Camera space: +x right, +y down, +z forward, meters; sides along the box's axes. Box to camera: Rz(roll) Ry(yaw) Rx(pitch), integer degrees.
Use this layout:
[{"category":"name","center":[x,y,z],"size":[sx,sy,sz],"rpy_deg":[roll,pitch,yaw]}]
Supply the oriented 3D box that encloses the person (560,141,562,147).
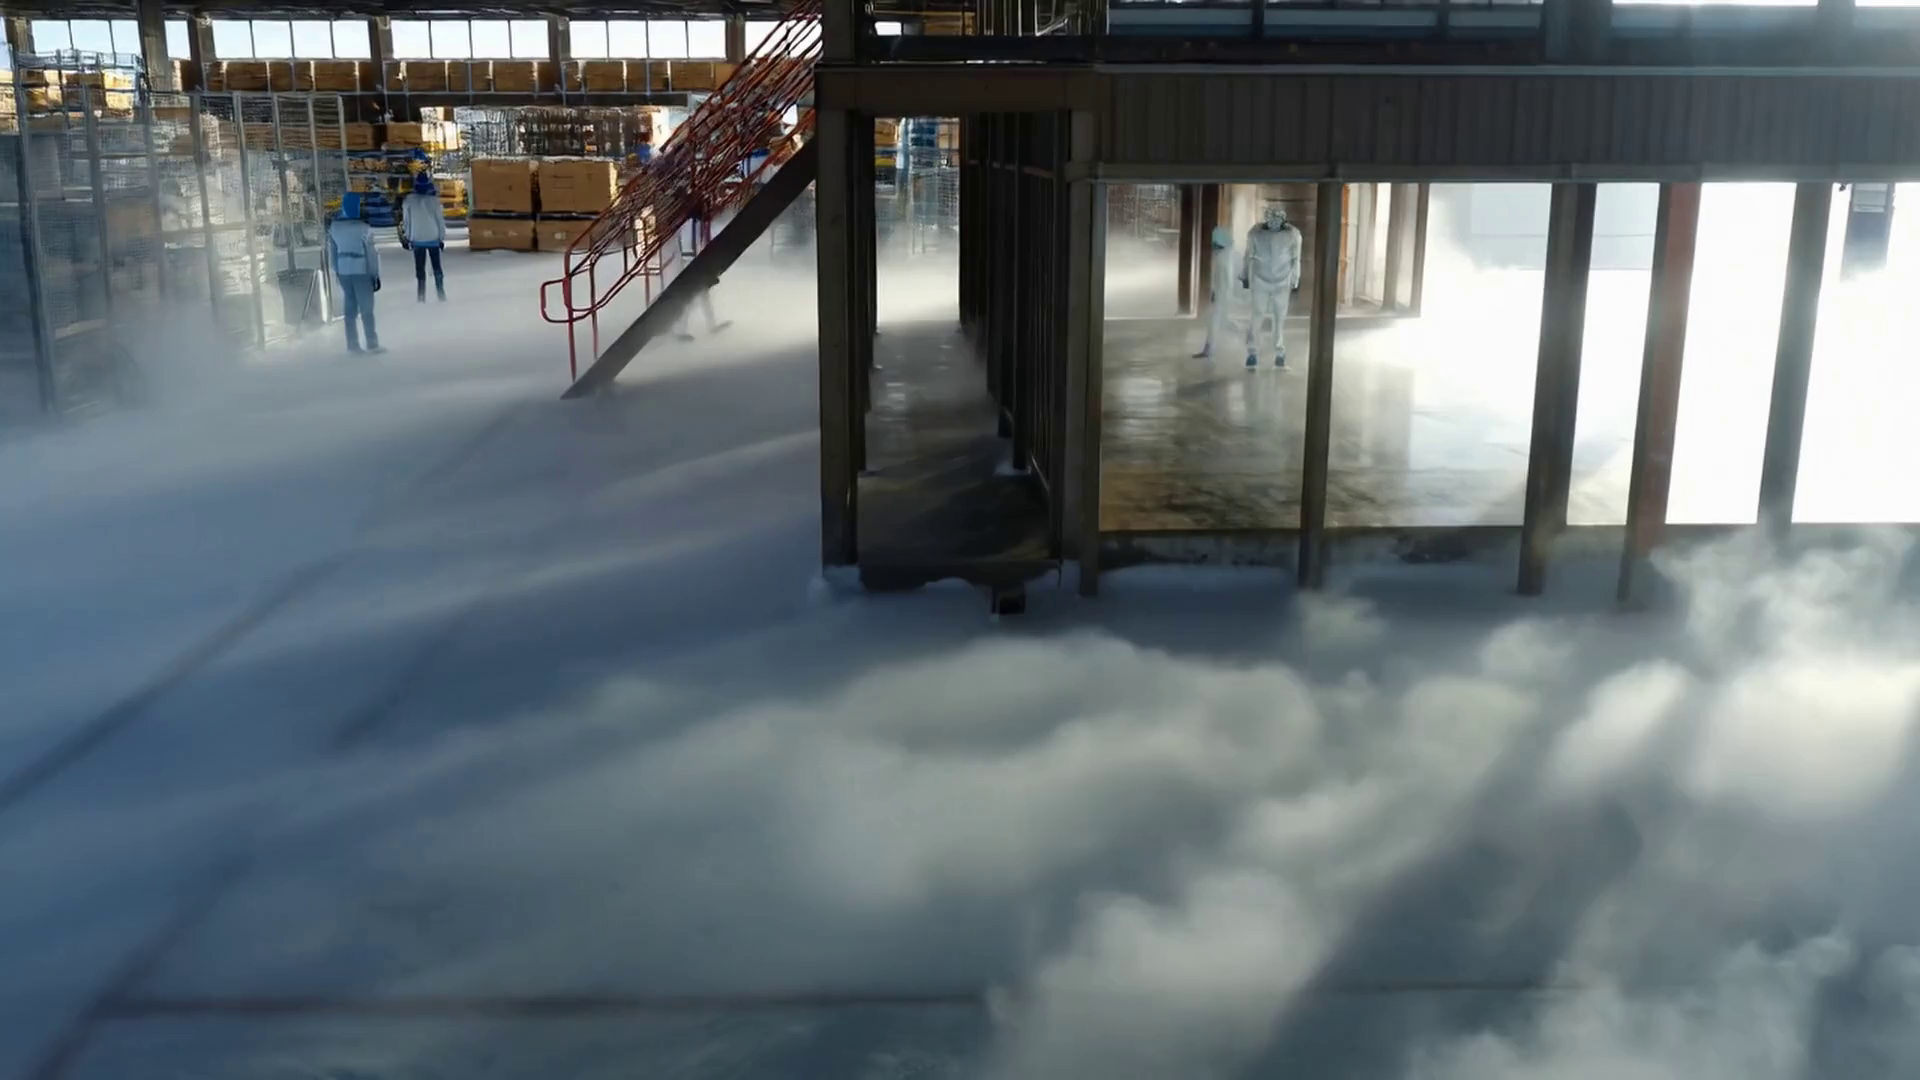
[{"category":"person","center":[-21.769,-20.916,91.037],"size":[0.374,1.840,0.570],"rpy_deg":[-3,14,-13]}]

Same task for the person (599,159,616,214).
[{"category":"person","center":[-9.633,-9.487,45.384],"size":[0.599,1.827,0.404],"rpy_deg":[13,19,41]}]

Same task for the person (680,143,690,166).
[{"category":"person","center":[-13.858,-19.217,84.288],"size":[0.592,1.822,0.404],"rpy_deg":[-5,15,-18]}]

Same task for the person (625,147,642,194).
[{"category":"person","center":[-12.236,-13.753,62.309],"size":[0.634,1.900,0.399],"rpy_deg":[-10,17,-35]}]

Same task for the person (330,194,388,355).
[{"category":"person","center":[-7.253,-3.184,20.003],"size":[0.593,1.922,0.391],"rpy_deg":[4,15,15]}]

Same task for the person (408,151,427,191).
[{"category":"person","center":[-16.619,-10.933,50.980],"size":[0.566,1.918,0.615],"rpy_deg":[-2,14,-8]}]

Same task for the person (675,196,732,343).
[{"category":"person","center":[-3.307,-3.470,21.332],"size":[0.591,1.826,0.992],"rpy_deg":[13,19,42]}]

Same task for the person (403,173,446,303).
[{"category":"person","center":[-8.338,-4.706,25.933],"size":[0.610,1.996,0.378],"rpy_deg":[-5,15,-21]}]

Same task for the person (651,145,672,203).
[{"category":"person","center":[-10.491,-12.797,58.252],"size":[0.873,2.020,0.617],"rpy_deg":[-3,14,-10]}]

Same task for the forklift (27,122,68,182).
[{"category":"forklift","center":[-35.376,-14.773,64.377],"size":[1.129,2.768,1.873],"rpy_deg":[-1,14,-2]}]

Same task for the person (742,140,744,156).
[{"category":"person","center":[-11.286,-20.059,87.331],"size":[0.615,1.976,0.565],"rpy_deg":[-3,14,-10]}]

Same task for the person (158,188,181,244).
[{"category":"person","center":[-10.536,-3.711,22.105],"size":[0.568,1.924,0.640],"rpy_deg":[6,15,23]}]
